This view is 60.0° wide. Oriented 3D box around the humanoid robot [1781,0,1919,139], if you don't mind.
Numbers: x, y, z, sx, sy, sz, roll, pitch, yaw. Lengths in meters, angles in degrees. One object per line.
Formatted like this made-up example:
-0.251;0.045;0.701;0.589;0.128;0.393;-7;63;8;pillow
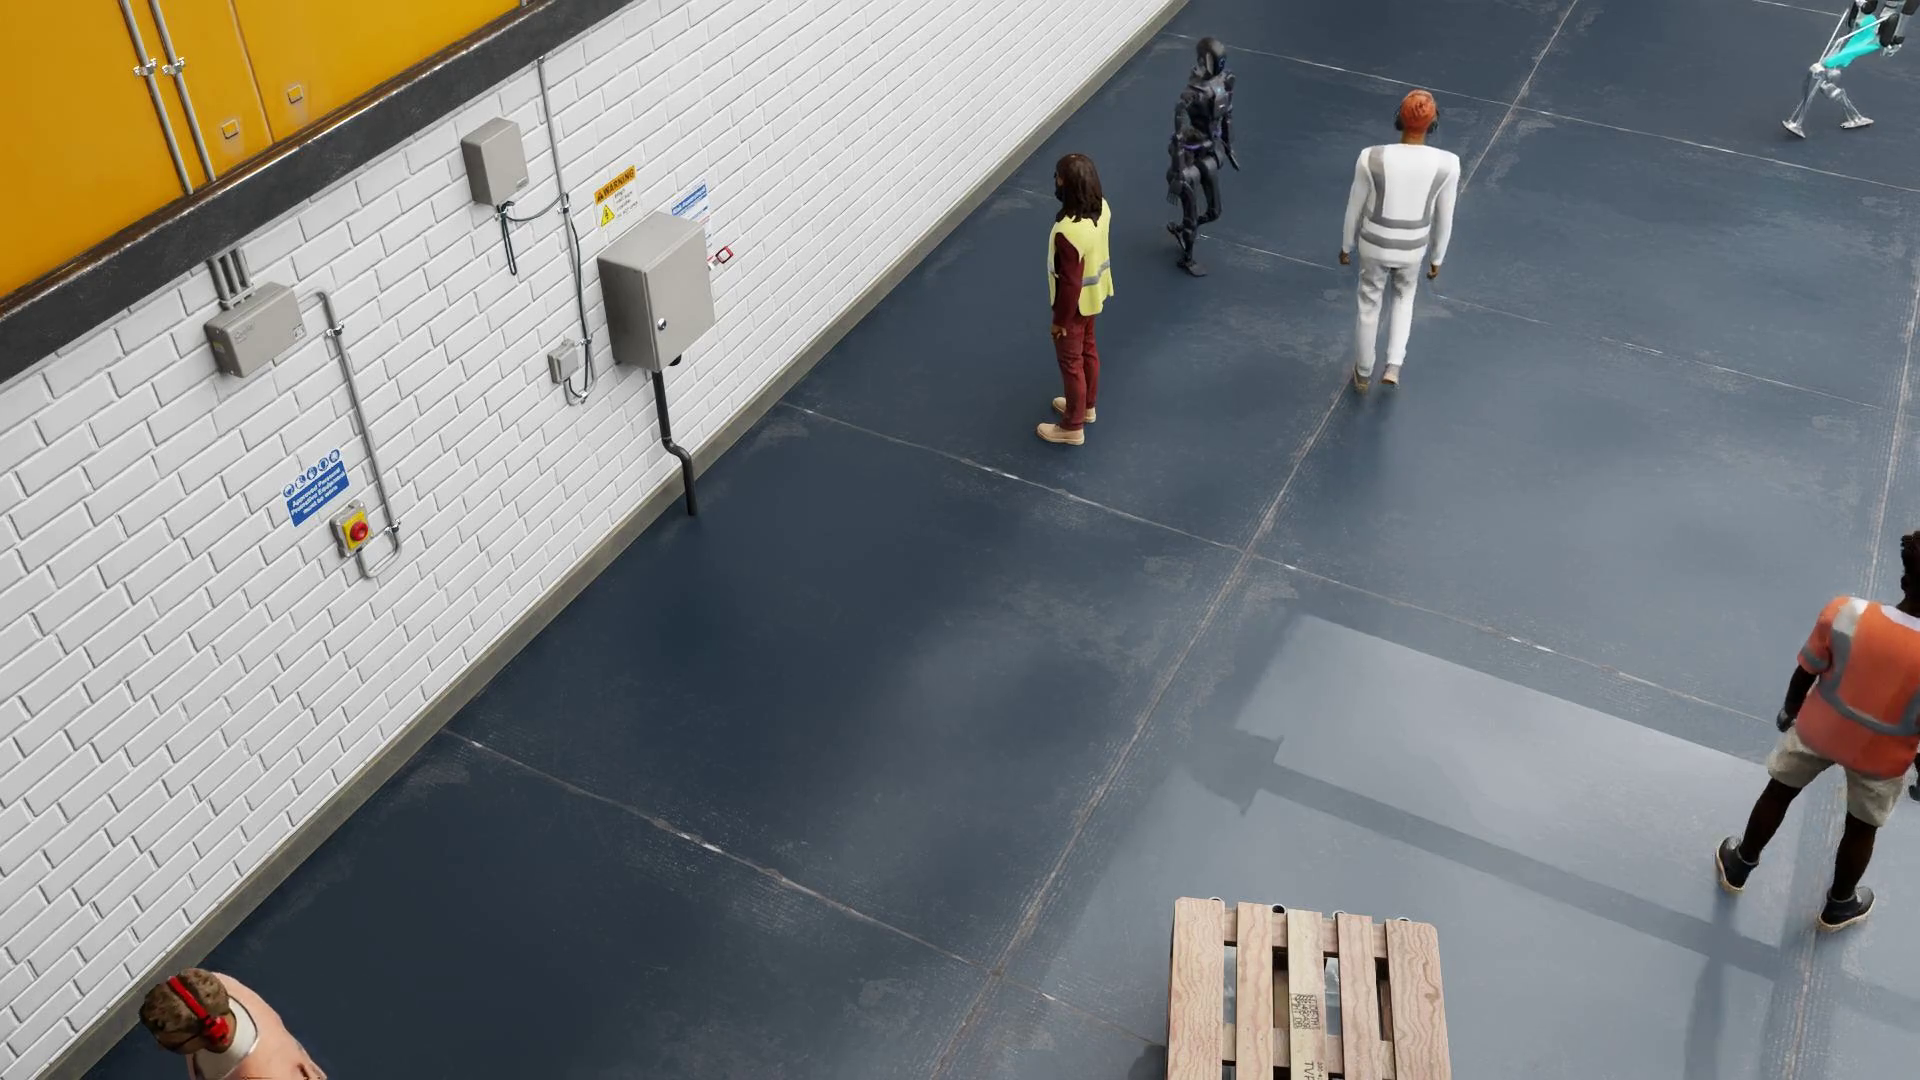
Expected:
6.441;-3.712;12.053;1.024;1.772;0.533;-10;42;-11;humanoid robot

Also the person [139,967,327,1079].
-2.307;2.001;5.327;0.760;1.817;0.594;-30;49;-30;person

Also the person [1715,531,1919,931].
3.599;0.782;6.649;0.656;1.944;0.399;29;49;30;person

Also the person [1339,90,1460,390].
2.483;-1.677;9.555;0.587;1.868;0.427;4;41;5;person

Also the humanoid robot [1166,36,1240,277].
1.489;-2.469;10.623;0.596;1.640;0.461;-31;49;-31;humanoid robot

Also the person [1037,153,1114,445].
0.654;-1.316;9.215;0.359;1.767;0.474;16;43;18;person
